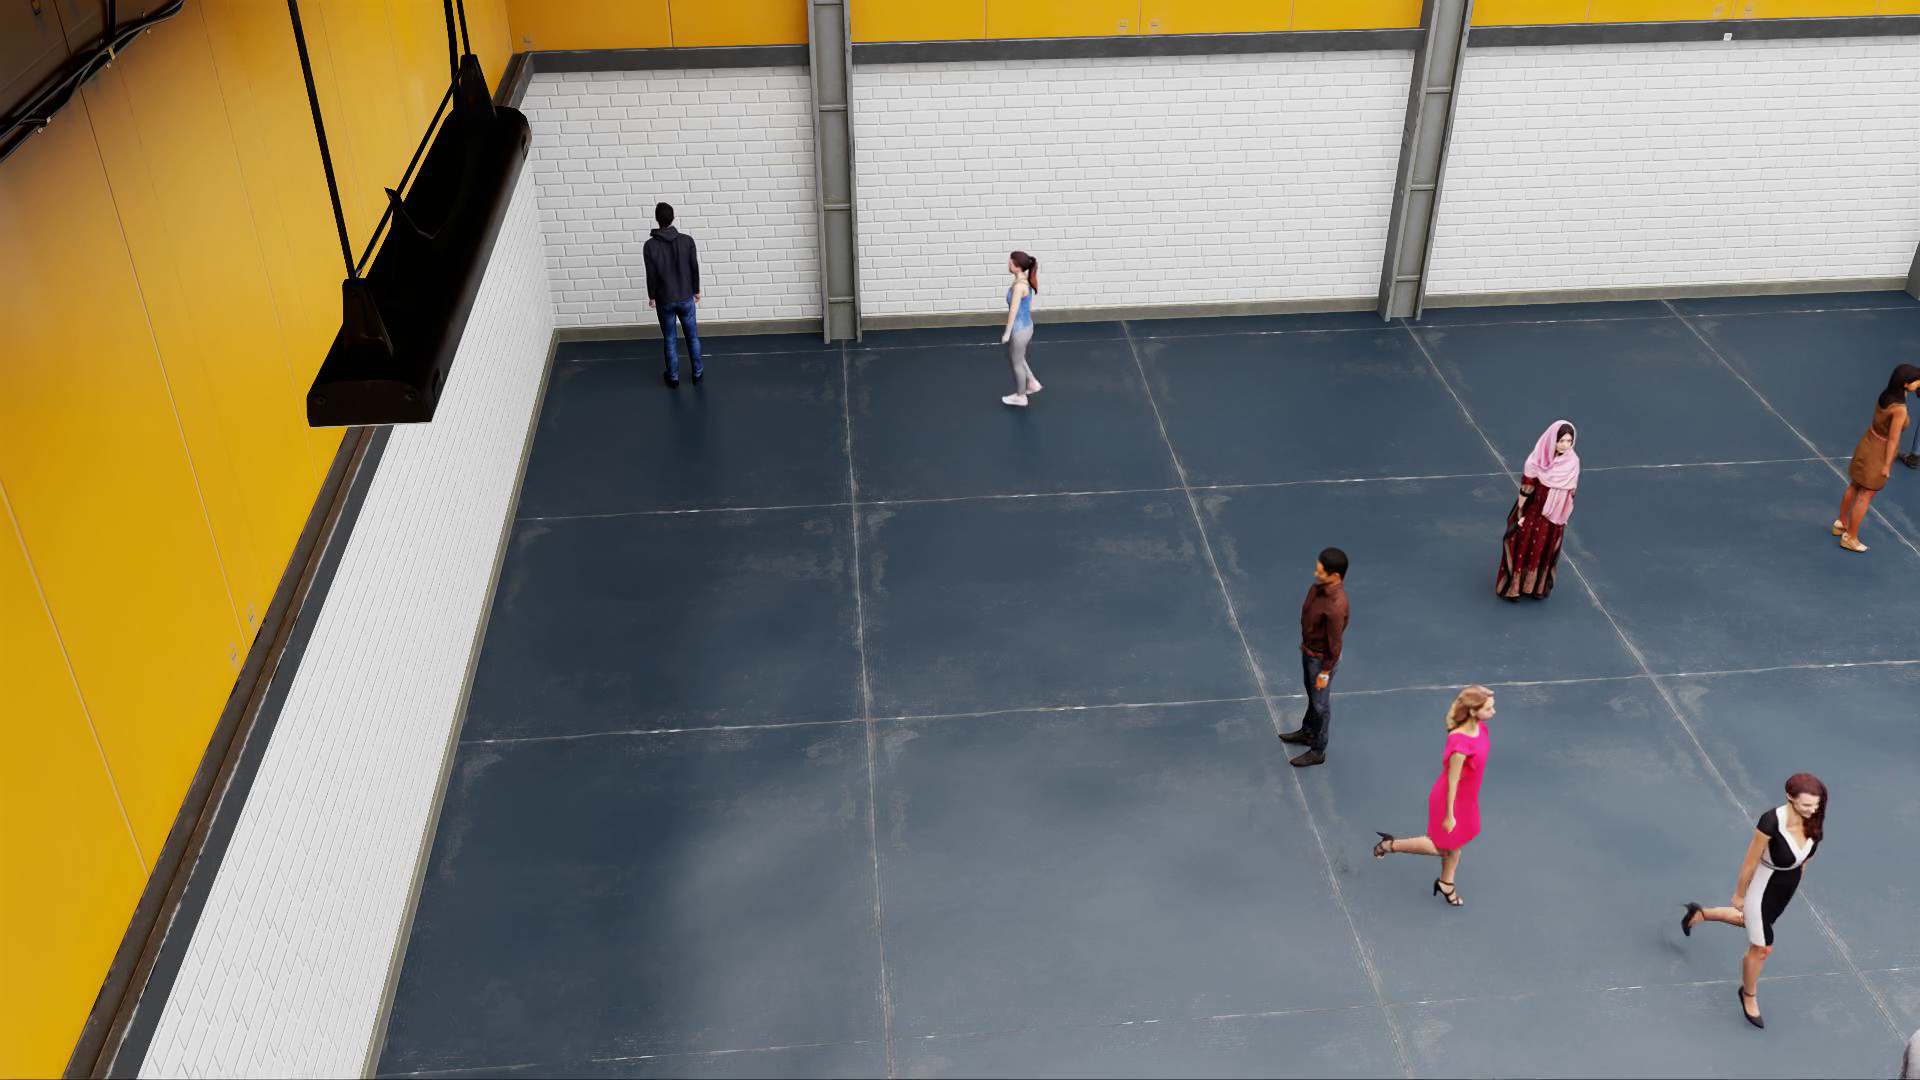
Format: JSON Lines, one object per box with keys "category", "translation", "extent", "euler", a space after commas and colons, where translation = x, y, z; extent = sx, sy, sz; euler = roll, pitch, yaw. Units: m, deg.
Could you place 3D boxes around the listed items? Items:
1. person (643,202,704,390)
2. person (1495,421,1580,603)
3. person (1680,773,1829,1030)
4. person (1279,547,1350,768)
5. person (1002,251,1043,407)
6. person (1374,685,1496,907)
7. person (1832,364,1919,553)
{"category": "person", "translation": [-2.773, -2.368, 16.151], "extent": [0.600, 1.894, 0.787], "euler": [-11, 35, -16]}
{"category": "person", "translation": [4.596, -0.235, 13.176], "extent": [0.529, 1.636, 0.719], "euler": [-2, 34, -3]}
{"category": "person", "translation": [4.637, 1.999, 9.691], "extent": [1.027, 1.773, 0.837], "euler": [-12, 36, -18]}
{"category": "person", "translation": [2.502, 0.796, 11.496], "extent": [0.500, 1.778, 0.640], "euler": [-2, 34, -3]}
{"category": "person", "translation": [0.635, -1.994, 15.857], "extent": [0.703, 1.598, 0.651], "euler": [7, 34, 11]}
{"category": "person", "translation": [3.000, 1.584, 10.374], "extent": [0.956, 1.708, 0.875], "euler": [21, 39, 29]}
{"category": "person", "translation": [7.619, -0.703, 13.831], "extent": [0.582, 1.689, 0.603], "euler": [5, 34, 8]}
